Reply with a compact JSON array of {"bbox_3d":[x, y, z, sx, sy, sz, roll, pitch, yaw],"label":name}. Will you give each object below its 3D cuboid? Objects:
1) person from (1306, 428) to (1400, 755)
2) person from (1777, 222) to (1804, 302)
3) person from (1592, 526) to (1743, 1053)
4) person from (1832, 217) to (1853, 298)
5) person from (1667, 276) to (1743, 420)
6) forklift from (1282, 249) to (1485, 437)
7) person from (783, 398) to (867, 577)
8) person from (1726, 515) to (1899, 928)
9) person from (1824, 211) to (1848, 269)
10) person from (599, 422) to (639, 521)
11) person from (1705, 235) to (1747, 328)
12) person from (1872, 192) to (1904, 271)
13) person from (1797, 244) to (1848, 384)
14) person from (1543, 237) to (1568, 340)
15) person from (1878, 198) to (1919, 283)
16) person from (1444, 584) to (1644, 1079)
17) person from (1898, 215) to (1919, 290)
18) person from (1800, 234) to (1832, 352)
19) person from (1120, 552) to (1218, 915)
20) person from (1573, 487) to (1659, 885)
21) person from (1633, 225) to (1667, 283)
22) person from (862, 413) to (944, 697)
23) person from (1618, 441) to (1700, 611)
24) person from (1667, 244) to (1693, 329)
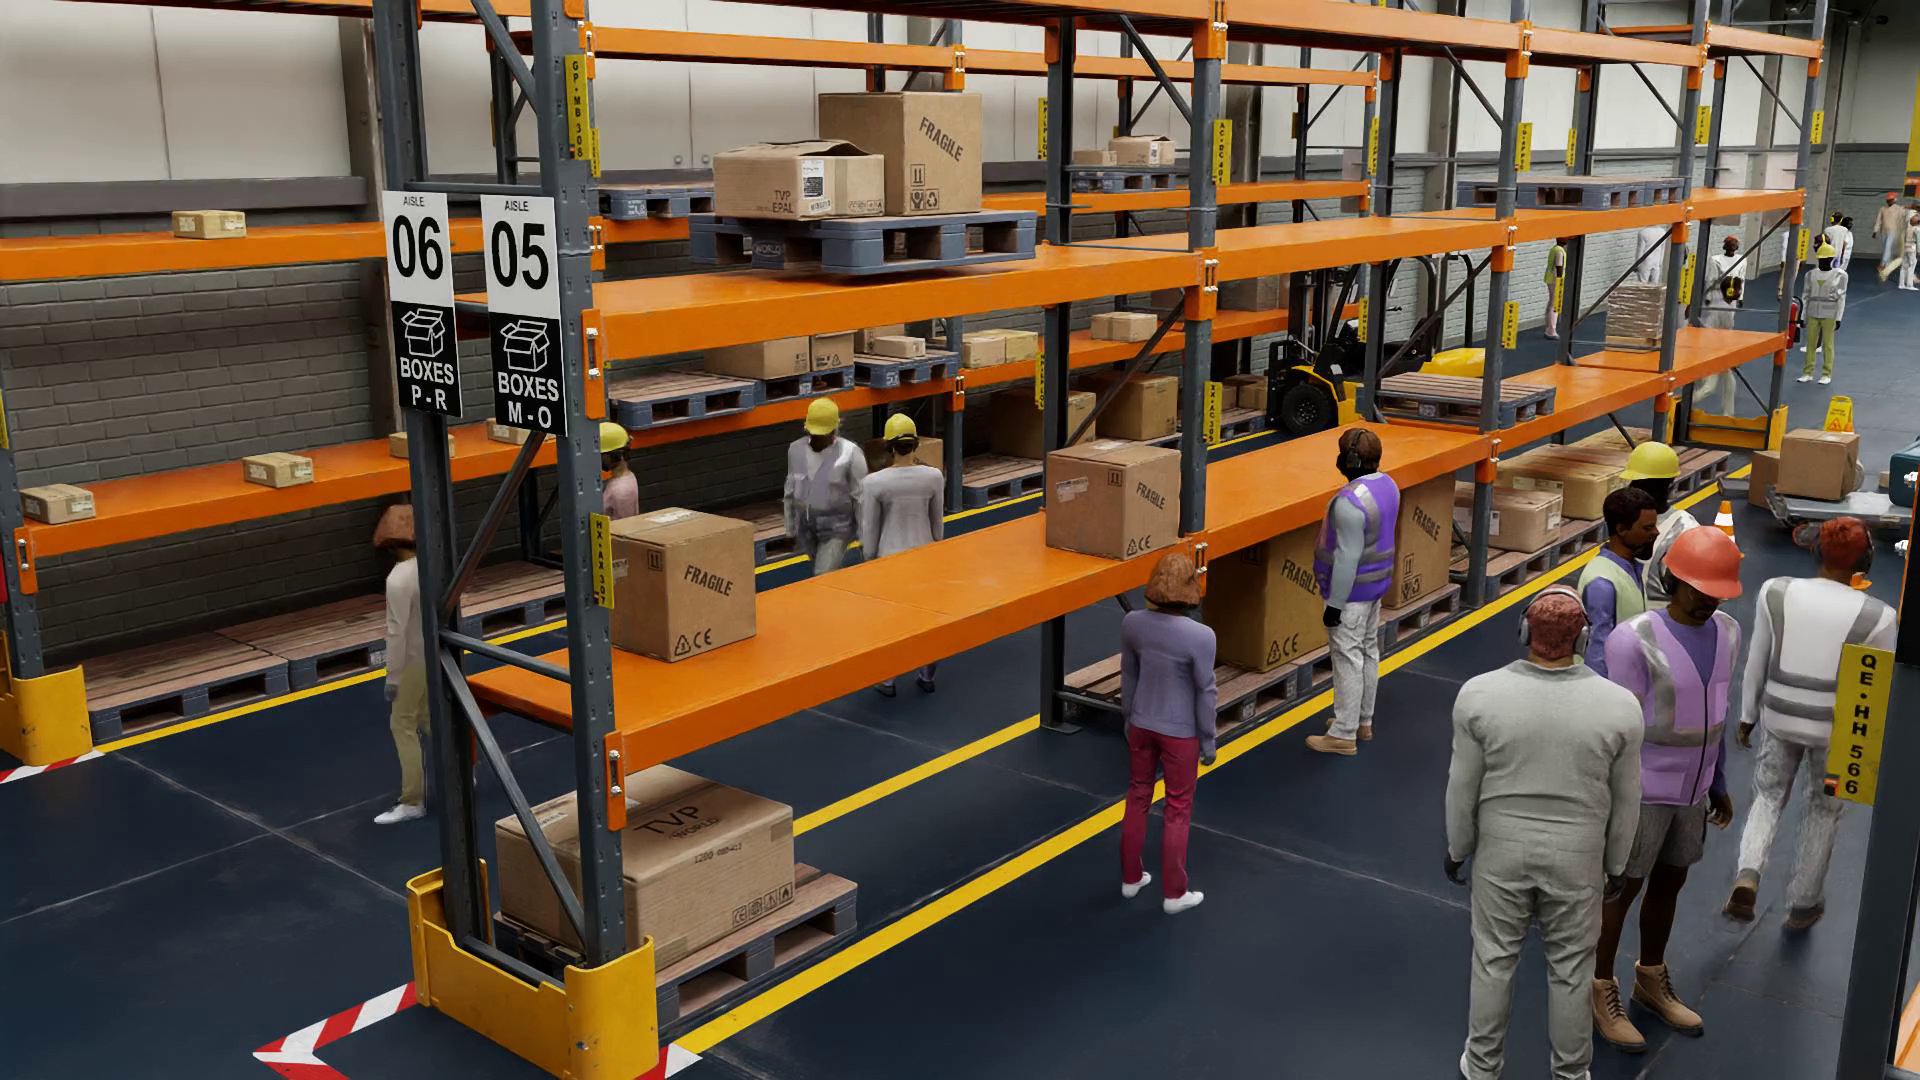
[{"bbox_3d":[2.193,0.283,9.327,0.429,1.843,0.633,9,16,33],"label":"person"},{"bbox_3d":[17.004,-5.726,33.974,0.573,1.750,0.331,-5,15,-19],"label":"person"},{"bbox_3d":[2.690,0.933,6.287,0.605,2.034,0.392,-6,15,-23],"label":"person"},{"bbox_3d":[18.508,-5.920,34.882,0.542,1.695,0.316,-10,17,-36],"label":"person"},{"bbox_3d":[8.719,-2.139,19.225,0.890,1.830,0.482,5,15,21],"label":"person"},{"bbox_3d":[4.886,-2.214,18.767,2.313,2.155,1.214,11,18,38],"label":"forklift"},{"bbox_3d":[-0.858,-0.091,11.017,0.608,1.778,0.902,8,16,30],"label":"person"},{"bbox_3d":[3.620,0.813,7.113,0.592,1.866,0.591,12,18,41],"label":"person"},{"bbox_3d":[17.666,-5.717,33.699,0.517,1.873,0.334,-2,14,-9],"label":"person"},{"bbox_3d":[-2.044,0.160,9.995,0.319,1.763,0.522,-3,14,-11],"label":"person"},{"bbox_3d":[11.795,-3.749,25.655,0.584,1.882,0.337,0,14,1],"label":"person"},{"bbox_3d":[23.170,-7.716,41.650,0.933,1.951,0.643,-8,16,-30],"label":"person"},{"bbox_3d":[11.937,-3.125,23.056,0.388,1.922,0.587,-11,17,-37],"label":"person"},{"bbox_3d":[9.998,-4.279,27.896,0.389,1.843,0.566,2,14,9],"label":"person"},{"bbox_3d":[21.750,-6.927,38.273,0.889,2.000,0.713,5,15,21],"label":"person"},{"bbox_3d":[2.049,1.091,5.902,0.639,1.911,0.402,5,15,19],"label":"person"},{"bbox_3d":[21.015,-6.348,36.734,0.309,1.645,0.515,-2,14,-6],"label":"person"},{"bbox_3d":[13.584,-3.897,26.322,0.333,1.856,0.527,7,16,27],"label":"person"},{"bbox_3d":[0.924,0.856,7.444,0.500,1.629,0.288,12,18,41],"label":"person"},{"bbox_3d":[2.885,0.696,7.484,0.398,1.920,0.588,8,16,28],"label":"person"},{"bbox_3d":[13.275,-5.344,32.122,0.643,1.902,0.400,-5,15,-19],"label":"person"},{"bbox_3d":[-0.353,0.094,10.274,0.518,1.757,0.340,-4,14,-15],"label":"person"},{"bbox_3d":[3.467,0.448,8.477,0.371,1.925,0.595,-5,15,-19],"label":"person"},{"bbox_3d":[10.591,-3.450,24.553,0.349,1.837,0.502,-7,15,-25],"label":"person"}]
